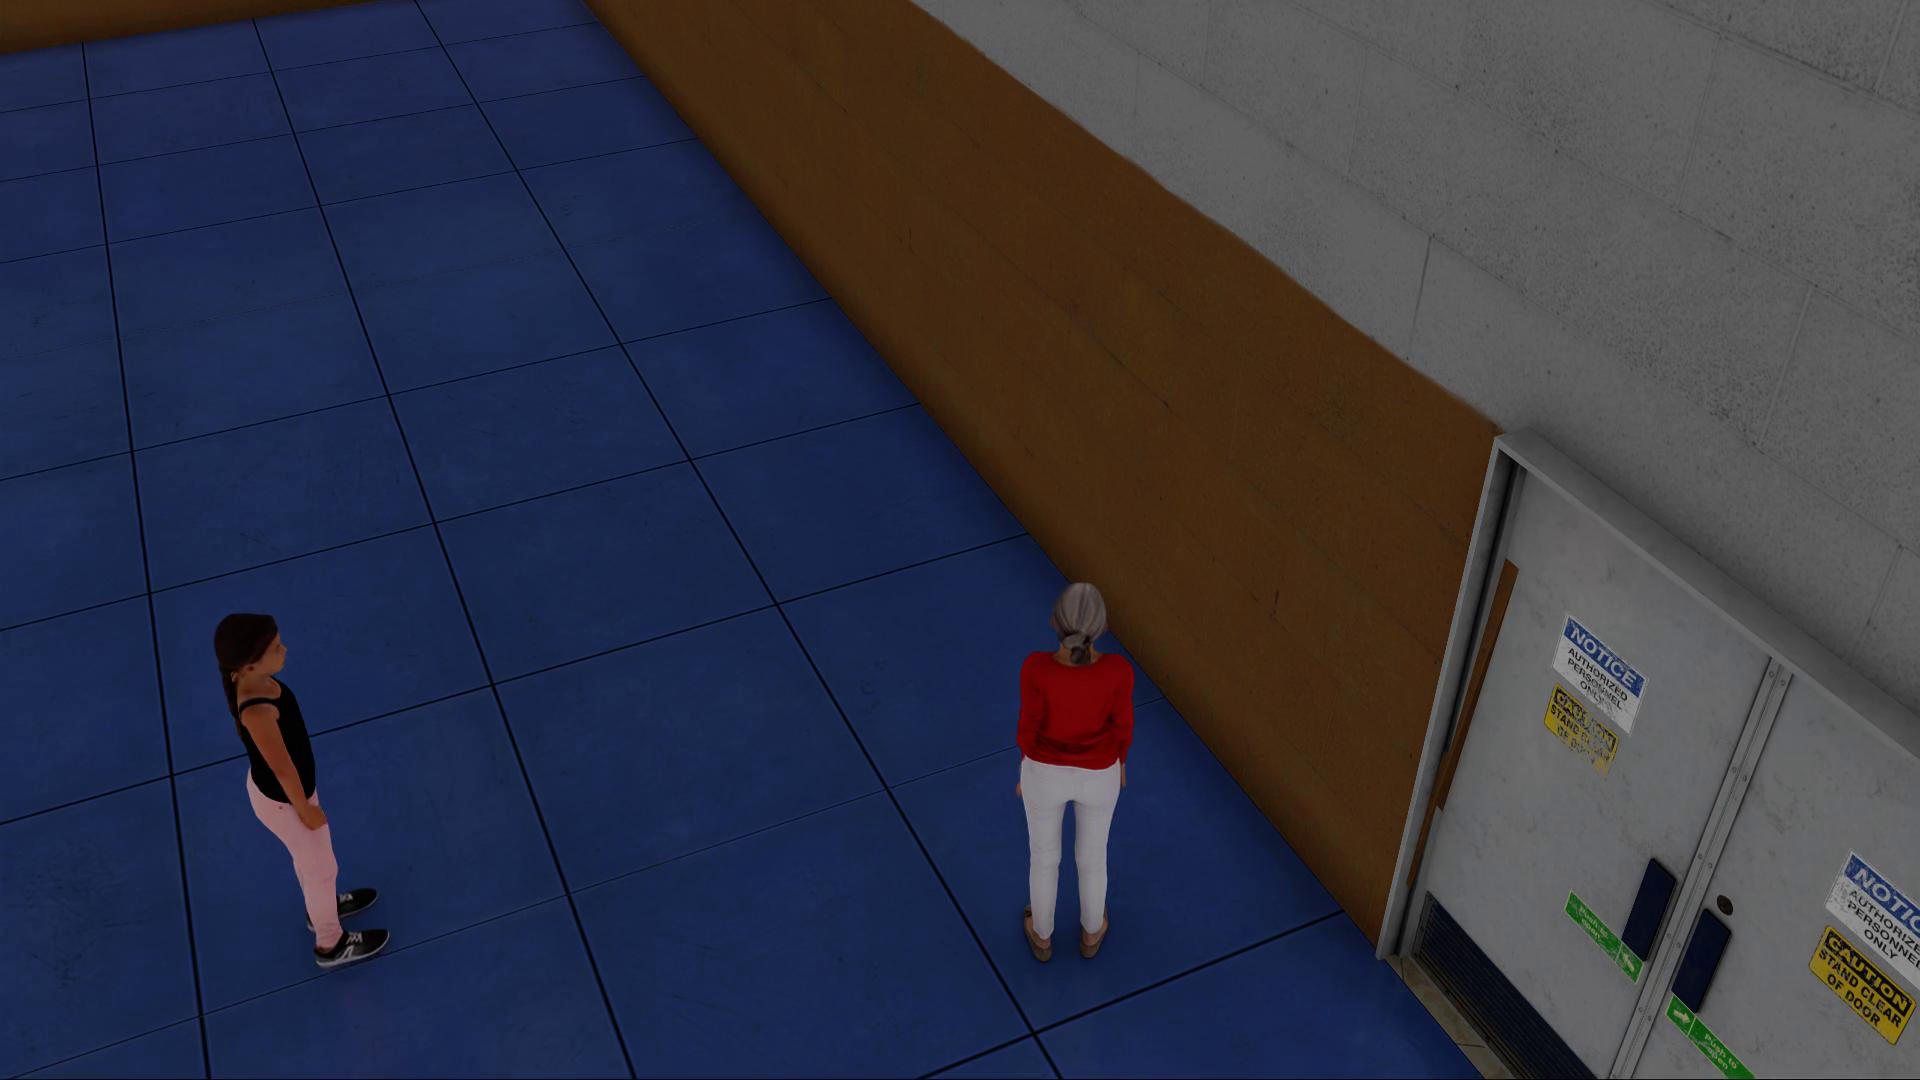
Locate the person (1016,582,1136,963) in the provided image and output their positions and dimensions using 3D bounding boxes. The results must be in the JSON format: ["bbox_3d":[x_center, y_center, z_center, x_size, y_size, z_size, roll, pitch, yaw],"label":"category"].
[{"bbox_3d":[0.382,0.818,5.721,0.597,1.694,0.696,-1,37,-1],"label":"person"}]

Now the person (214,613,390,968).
[{"bbox_3d":[-2.329,0.872,5.758,0.536,1.562,0.534,-19,41,-24],"label":"person"}]
